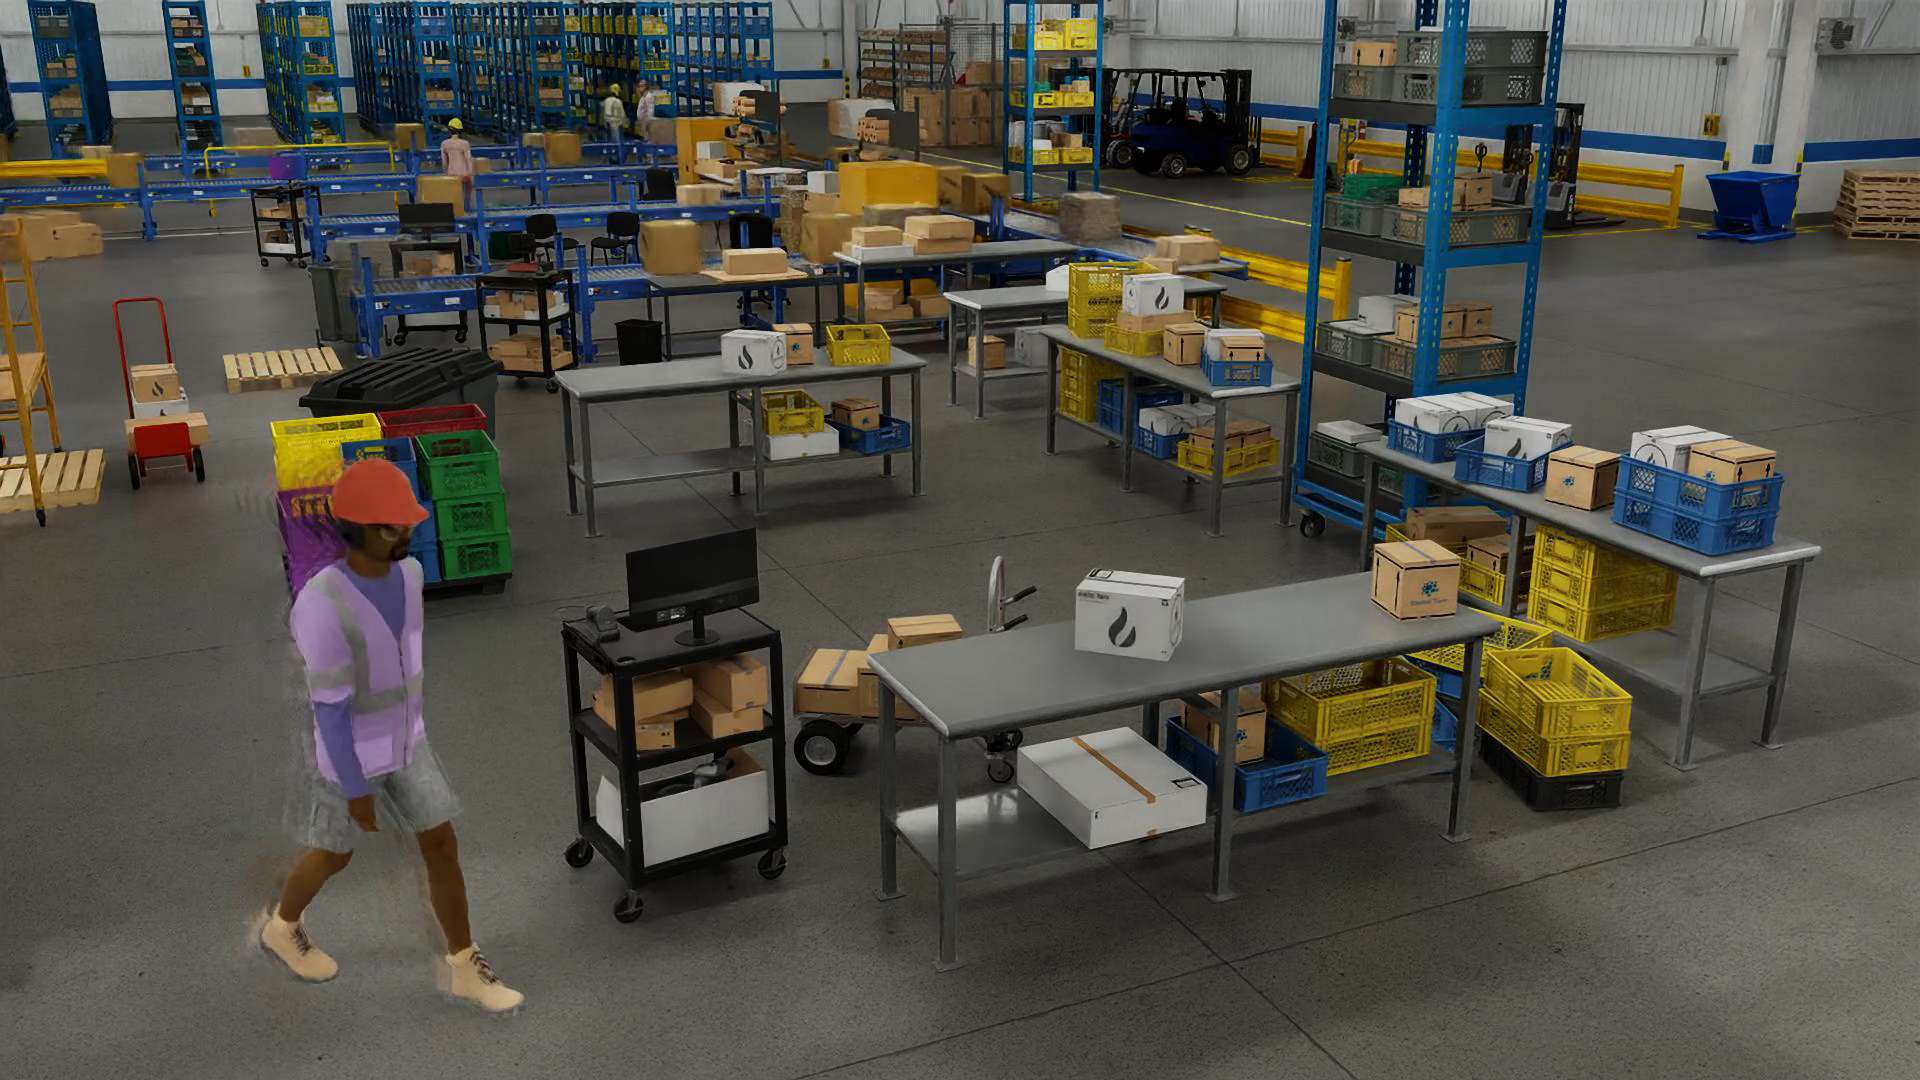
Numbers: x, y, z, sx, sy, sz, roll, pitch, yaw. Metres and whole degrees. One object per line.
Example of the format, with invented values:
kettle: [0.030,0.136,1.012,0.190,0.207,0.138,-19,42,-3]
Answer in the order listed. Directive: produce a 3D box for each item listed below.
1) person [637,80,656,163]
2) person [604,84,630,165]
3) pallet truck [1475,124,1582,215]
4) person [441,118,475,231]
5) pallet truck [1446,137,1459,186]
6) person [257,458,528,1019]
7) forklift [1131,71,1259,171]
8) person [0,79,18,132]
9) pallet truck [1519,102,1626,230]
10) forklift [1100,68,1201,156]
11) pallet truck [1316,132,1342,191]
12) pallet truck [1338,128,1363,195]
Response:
person: [-7.048,-9.339,37.339,0.403,1.904,0.651,-6,19,-18]
person: [-7.745,-9.406,37.705,0.680,1.808,0.593,-15,23,-39]
pallet truck: [9.707,-6.455,28.103,1.885,1.965,0.823,-7,19,-20]
person: [-7.891,-5.738,26.219,0.524,1.769,0.314,4,18,13]
pallet truck: [9.184,-6.485,29.328,1.630,1.274,0.653,-8,19,-23]
person: [-2.050,0.671,5.671,1.044,2.000,0.597,7,19,22]
forklift: [4.998,-8.936,35.413,2.680,1.987,1.157,-9,20,-25]
person: [-27.941,-12.794,48.377,0.846,1.808,0.571,-2,18,-6]
pallet truck: [9.972,-6.037,26.785,1.885,1.965,0.823,-9,20,-25]
forklift: [4.082,-9.564,37.410,2.680,1.987,1.157,-8,19,-23]
pallet truck: [7.723,-7.504,32.656,1.601,1.201,0.680,-8,19,-23]
pallet truck: [7.845,-7.140,31.411,1.522,1.261,0.704,-9,20,-25]
